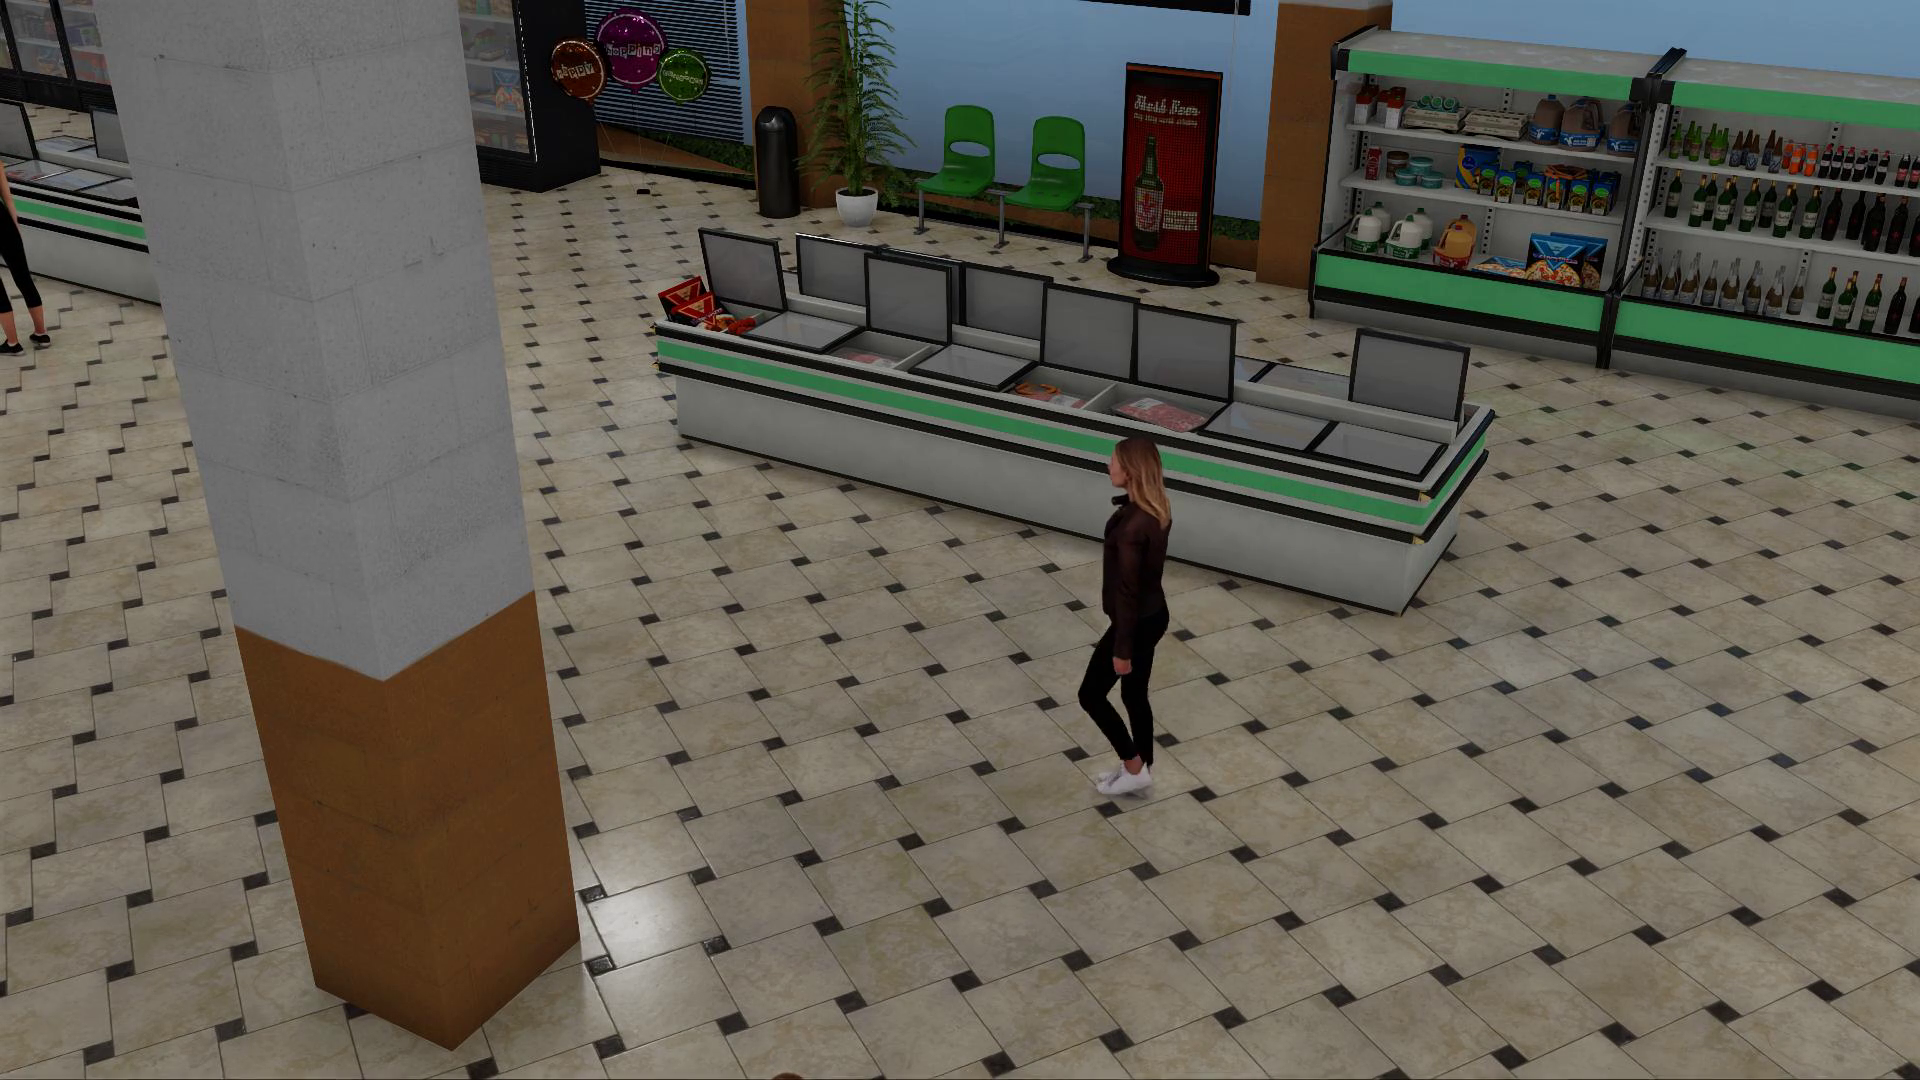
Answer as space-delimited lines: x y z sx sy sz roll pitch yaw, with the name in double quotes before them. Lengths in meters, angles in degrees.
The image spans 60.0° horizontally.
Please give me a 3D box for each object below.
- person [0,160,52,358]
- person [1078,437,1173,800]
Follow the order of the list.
"person" -6.947 -2.184 11.960 0.508 1.726 0.566 16 31 28
"person" 0.797 0.386 6.931 0.585 1.691 0.648 11 29 21
